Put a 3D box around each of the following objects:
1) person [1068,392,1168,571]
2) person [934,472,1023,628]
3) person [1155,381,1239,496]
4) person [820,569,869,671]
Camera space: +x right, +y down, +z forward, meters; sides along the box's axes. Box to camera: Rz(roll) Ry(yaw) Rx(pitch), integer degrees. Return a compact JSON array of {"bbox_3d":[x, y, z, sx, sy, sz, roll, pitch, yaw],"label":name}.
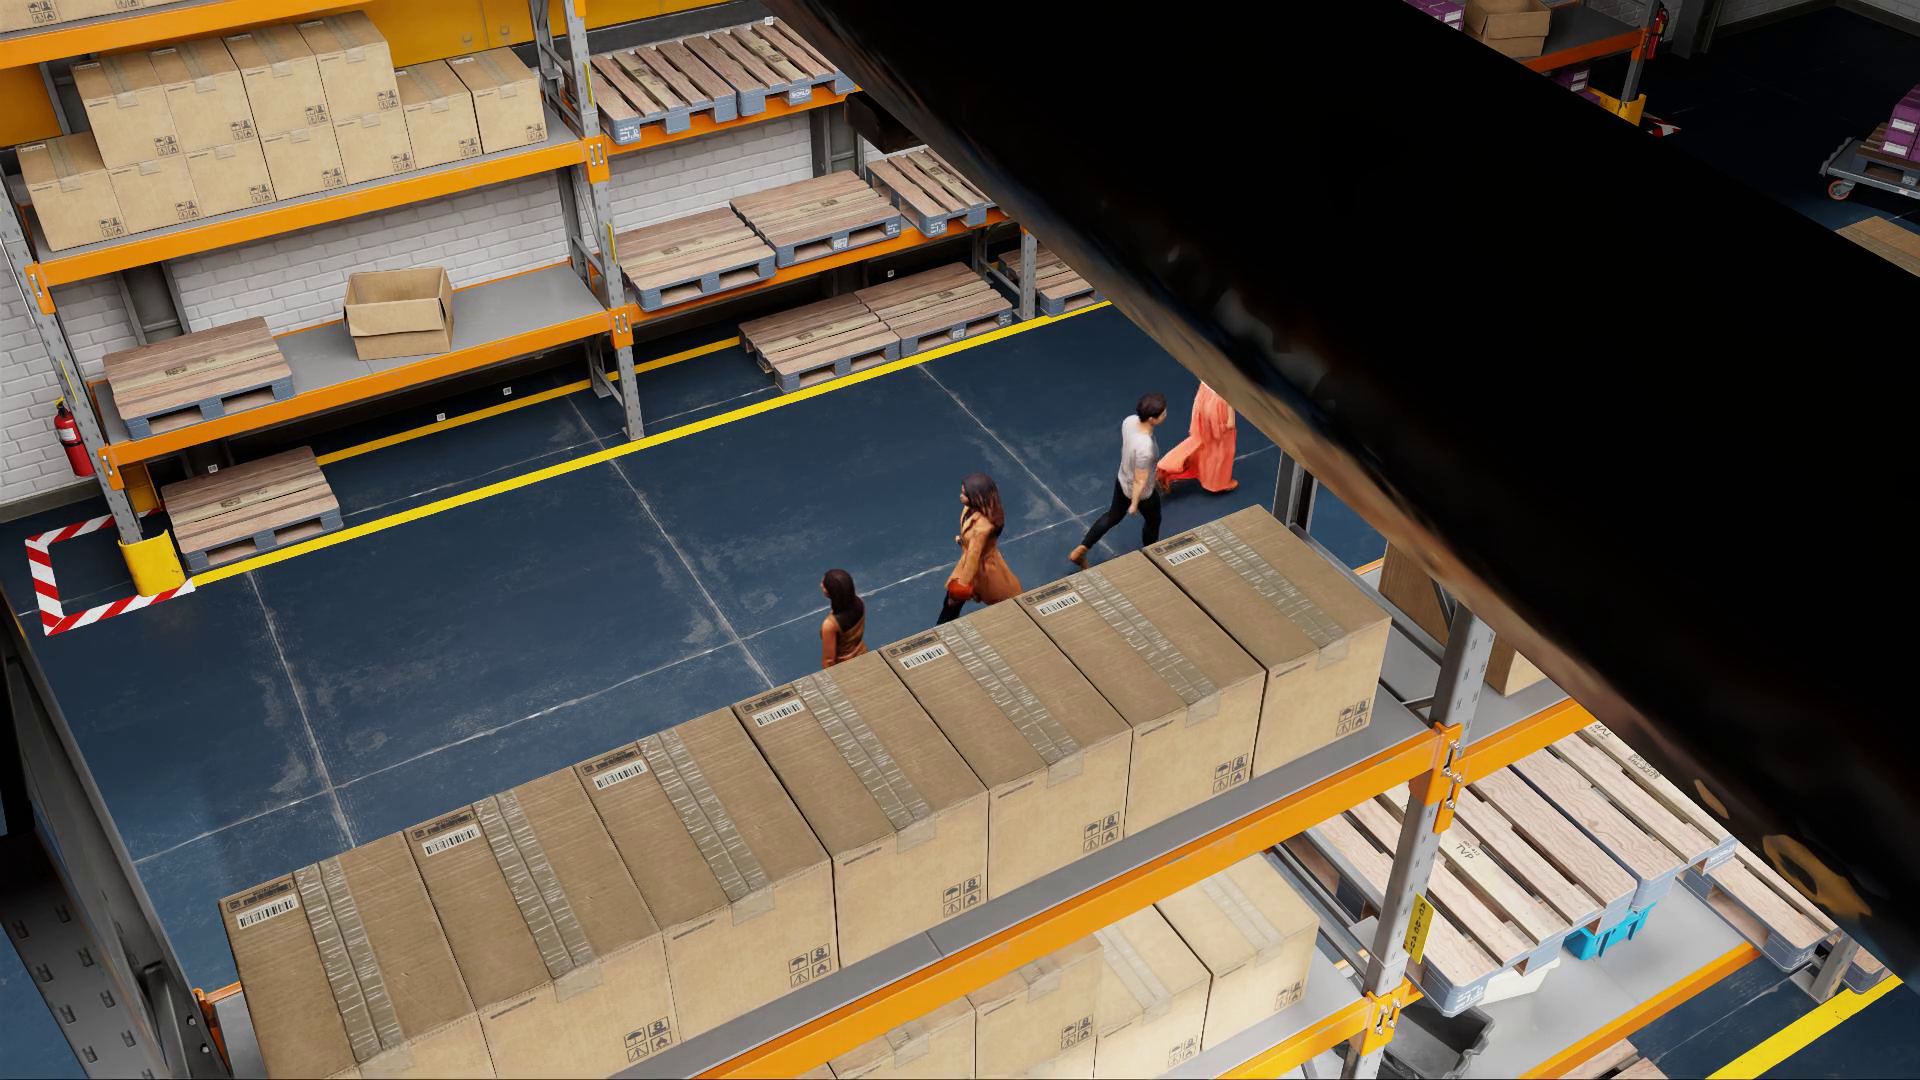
[{"bbox_3d":[1.228,-0.396,12.494,1.175,1.676,0.787,-14,41,-17],"label":"person"},{"bbox_3d":[0.256,0.245,11.694,1.293,1.674,1.019,-7,39,-9],"label":"person"},{"bbox_3d":[1.943,-1.038,13.215,1.045,1.781,0.695,-15,41,-18],"label":"person"},{"bbox_3d":[-0.742,0.857,10.920,0.700,1.684,0.601,19,42,22],"label":"person"}]
